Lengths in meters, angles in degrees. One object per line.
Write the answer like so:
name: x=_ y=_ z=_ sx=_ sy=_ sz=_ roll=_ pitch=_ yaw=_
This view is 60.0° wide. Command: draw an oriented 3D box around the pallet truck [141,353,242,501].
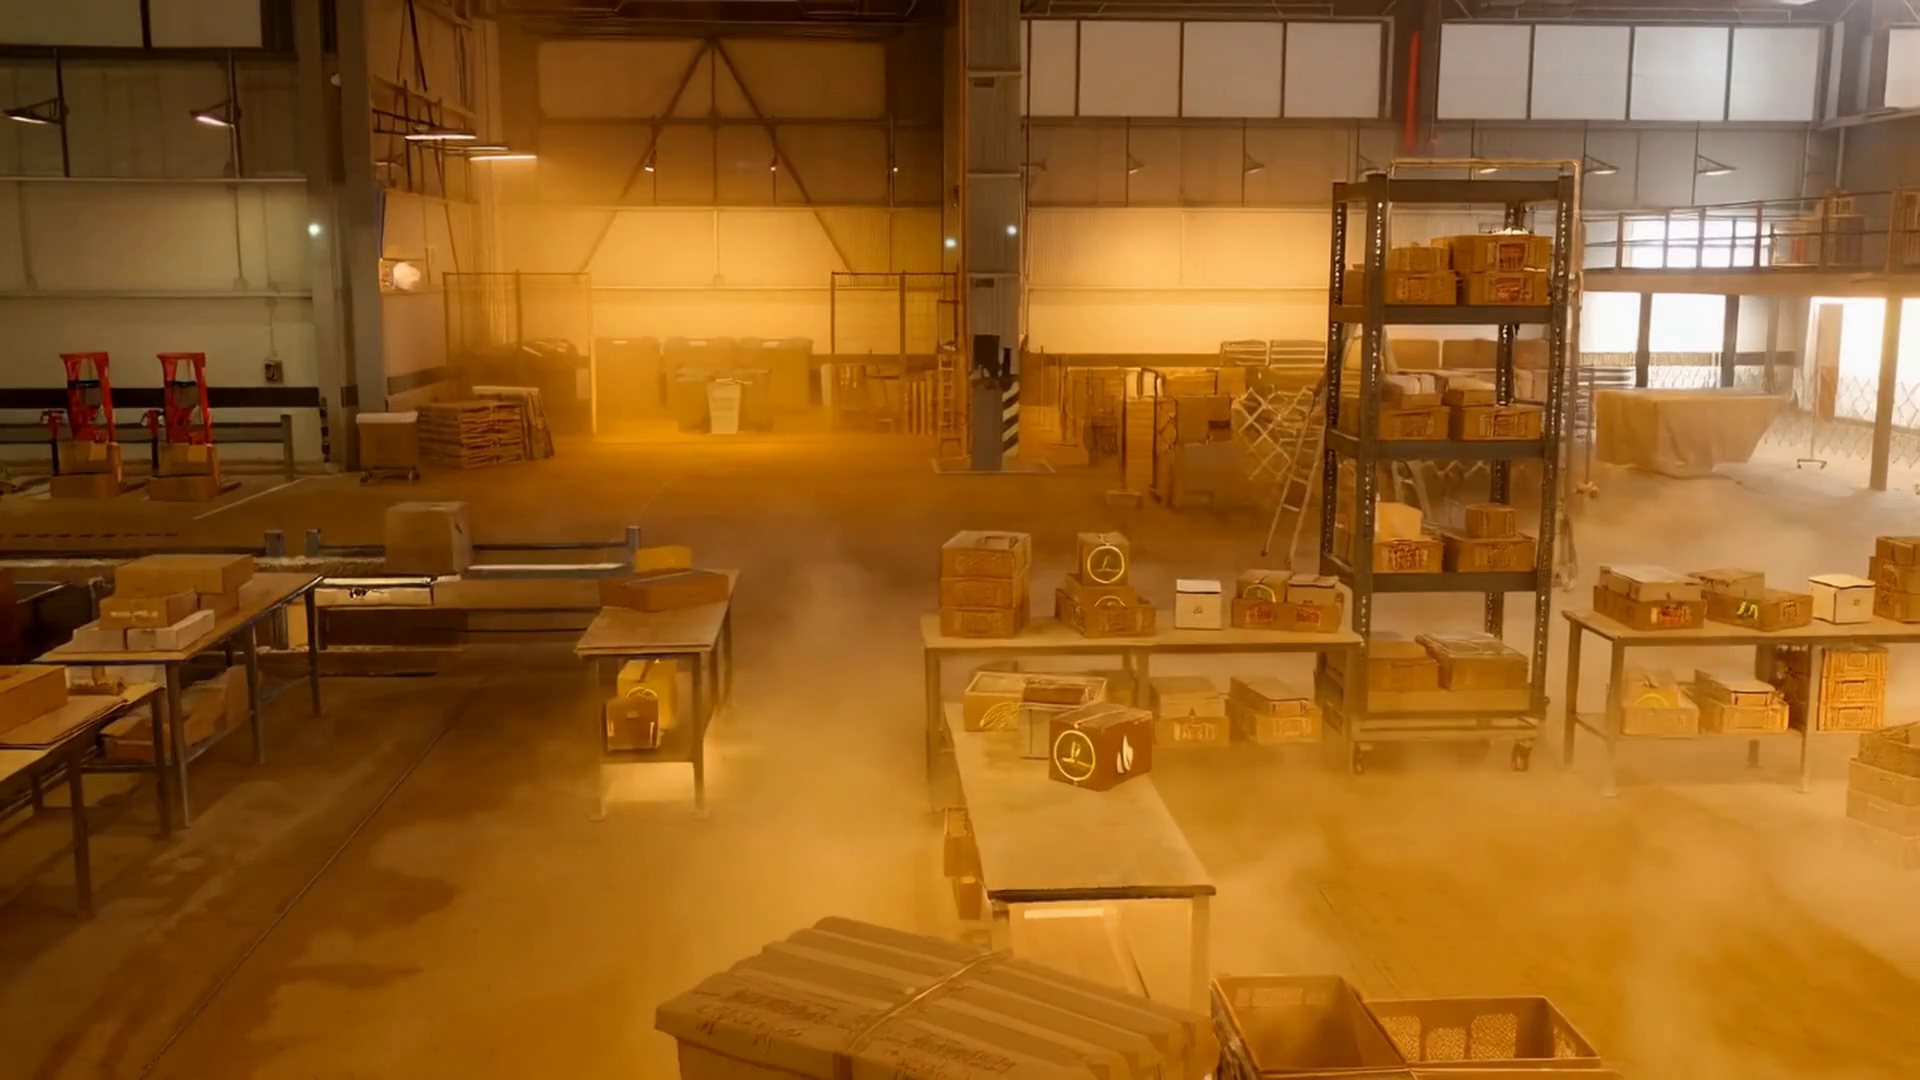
pallet truck: x=-10.520 y=-1.604 z=22.925 sx=0.823 sy=1.965 sz=1.885 roll=-1 pitch=9 yaw=-6

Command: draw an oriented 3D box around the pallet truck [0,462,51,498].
pallet truck: x=-13.193 y=-1.293 z=23.148 sx=0.653 sy=1.274 sz=1.630 roll=-1 pitch=9 yaw=-4

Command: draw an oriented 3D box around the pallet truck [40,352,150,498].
pallet truck: x=-11.907 y=-1.642 z=23.165 sx=0.823 sy=1.965 sz=1.885 roll=0 pitch=9 yaw=0
